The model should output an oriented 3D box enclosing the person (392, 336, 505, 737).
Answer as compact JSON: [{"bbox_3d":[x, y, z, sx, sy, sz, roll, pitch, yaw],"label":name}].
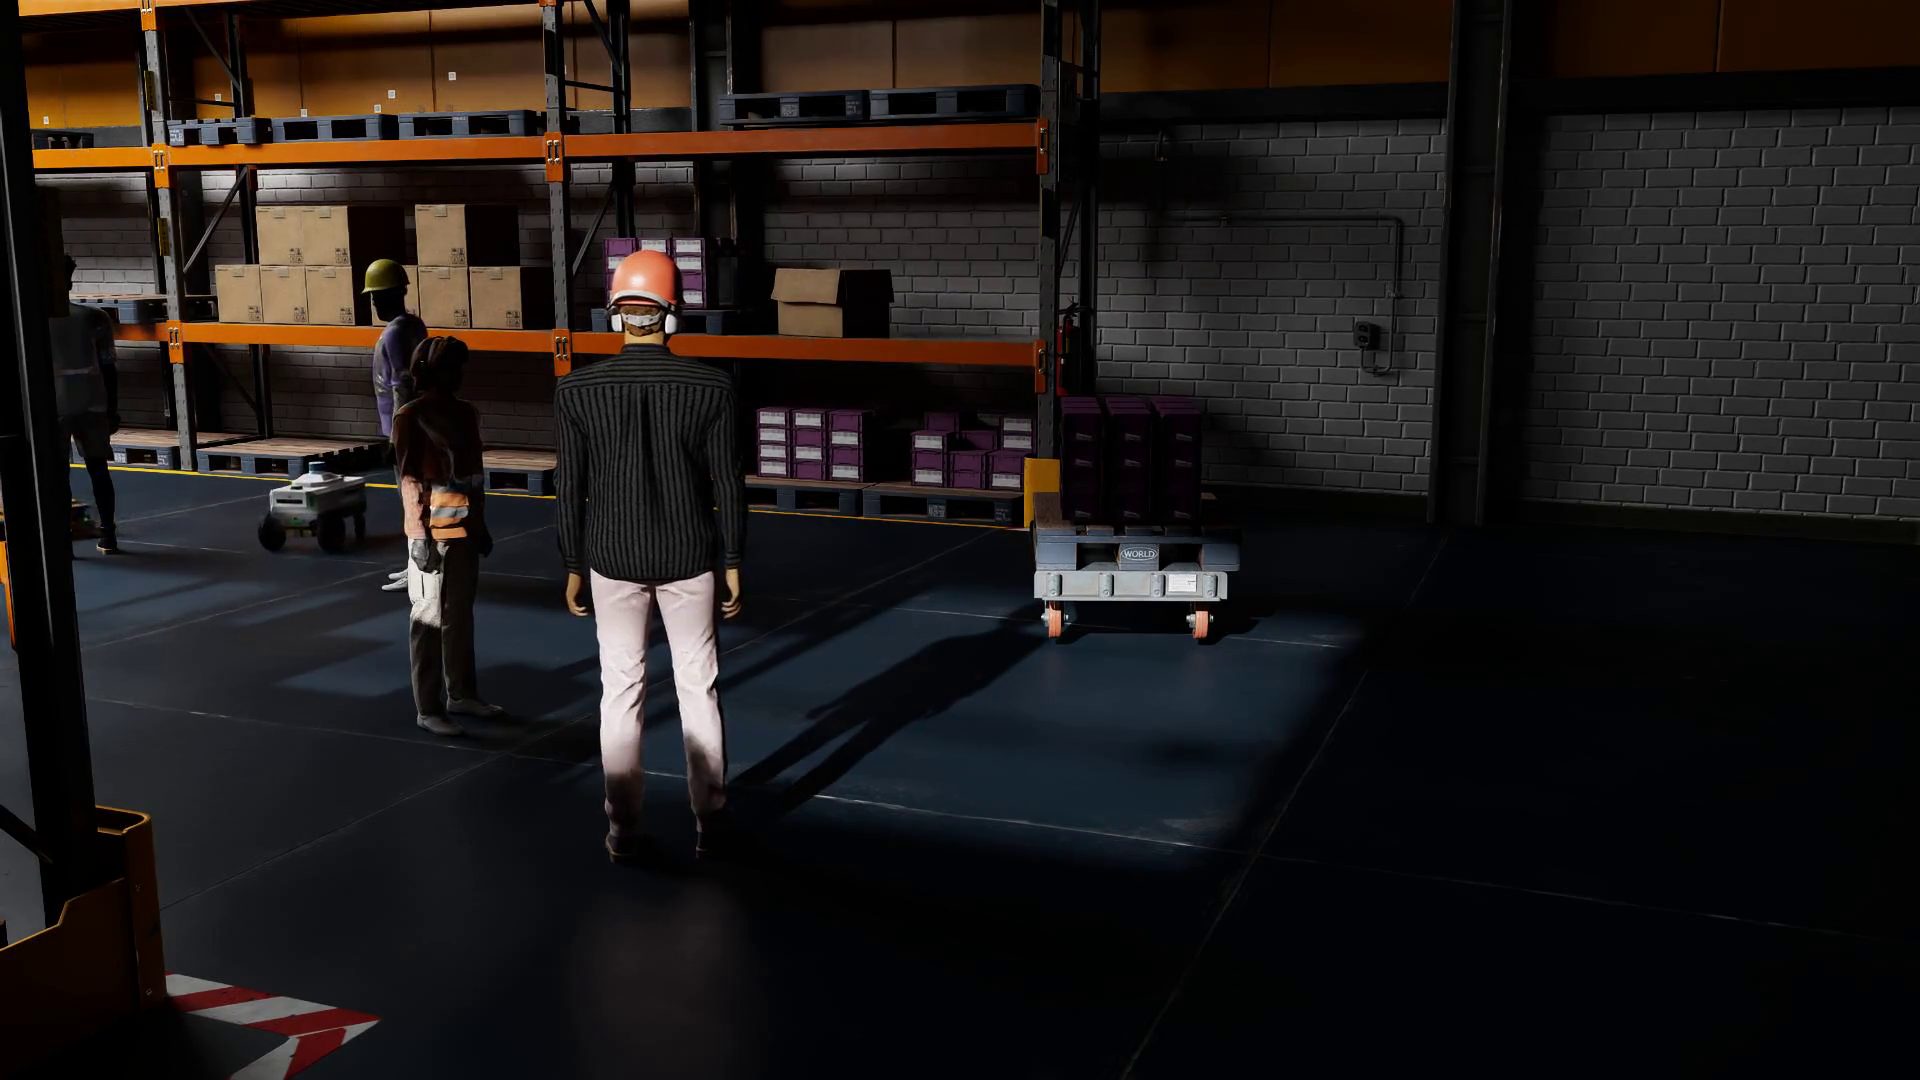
[{"bbox_3d":[-2.135,-0.023,6.906,0.307,1.641,0.512,3,11,16],"label":"person"}]

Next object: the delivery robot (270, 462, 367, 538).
[{"bbox_3d":[-4.276,-0.280,11.097,0.477,0.478,0.707,2,10,9],"label":"delivery robot"}]

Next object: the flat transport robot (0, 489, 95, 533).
[{"bbox_3d":[-6.708,-0.195,11.677,1.431,0.197,0.652,9,13,41],"label":"flat transport robot"}]

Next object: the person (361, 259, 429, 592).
[{"bbox_3d":[-3.236,-0.656,9.651,0.383,1.921,0.585,-1,10,-8],"label":"person"}]

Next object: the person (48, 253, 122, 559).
[{"bbox_3d":[-5.692,-0.855,10.629,0.361,1.965,0.613,10,14,43],"label":"person"}]

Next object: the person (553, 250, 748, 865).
[{"bbox_3d":[-0.996,0.066,5.422,0.613,1.994,0.395,-1,10,-4],"label":"person"}]
